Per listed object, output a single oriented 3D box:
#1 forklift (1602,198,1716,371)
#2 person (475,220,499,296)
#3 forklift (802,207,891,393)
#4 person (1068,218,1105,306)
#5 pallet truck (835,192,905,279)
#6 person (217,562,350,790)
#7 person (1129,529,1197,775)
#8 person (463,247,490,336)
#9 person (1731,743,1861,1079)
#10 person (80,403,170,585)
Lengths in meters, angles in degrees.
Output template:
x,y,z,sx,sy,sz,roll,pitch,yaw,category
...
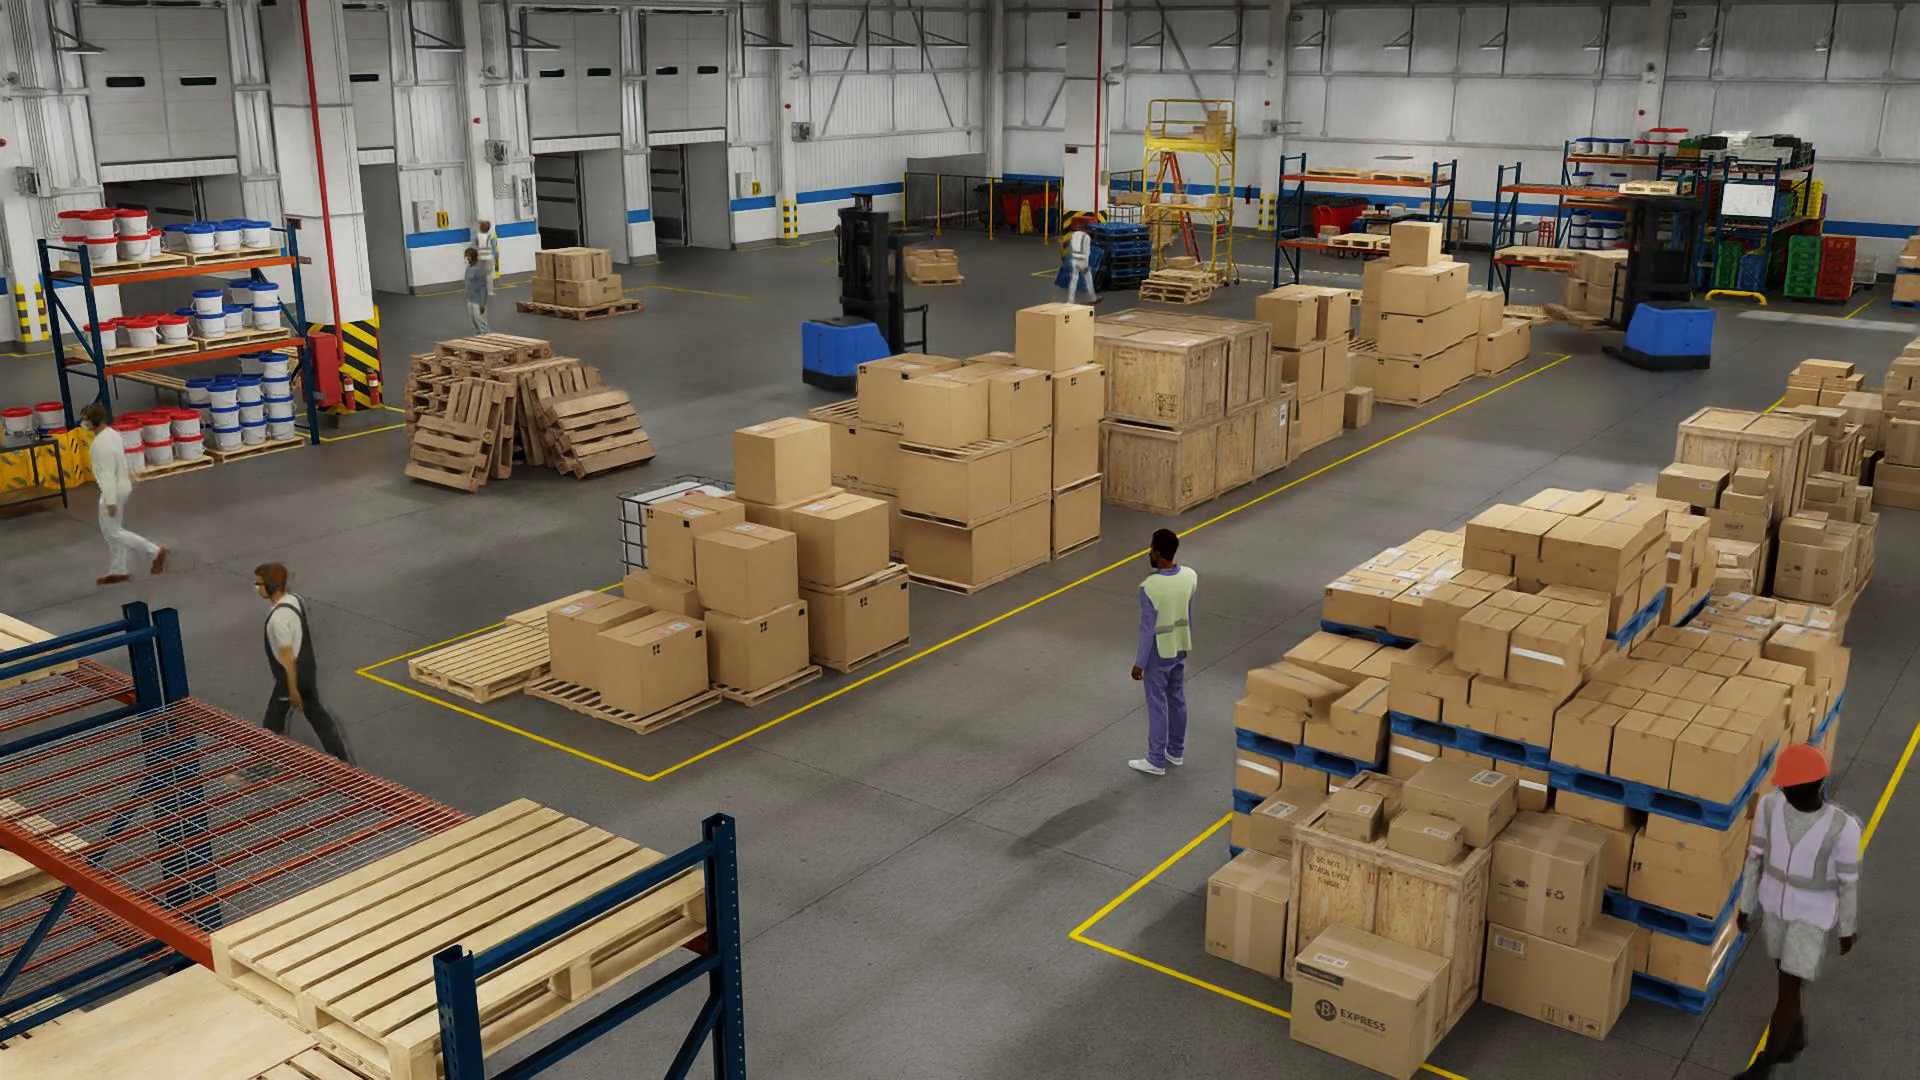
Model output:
x,y,z,sx,sy,sz,roll,pitch,yaw,category
12.028,-4.398,28.339,1.129,2.768,1.873,-1,17,-3,forklift
-10.276,-6.127,36.200,0.538,1.623,0.375,7,18,22,person
-1.538,-3.894,26.667,1.873,2.768,1.129,-14,22,-39,forklift
2.596,-5.761,34.613,0.930,1.841,0.587,-13,21,-37,person
-1.936,-7.159,38.982,1.885,1.965,0.823,-12,21,-34,pallet truck
-5.013,1.022,12.233,0.988,1.791,0.520,-2,17,-5,person
1.546,0.846,12.611,0.588,1.920,0.392,-16,23,-42,person
-8.465,-4.150,29.120,0.356,1.938,0.638,-12,21,-35,person
4.361,2.001,8.831,0.938,1.888,0.562,-12,20,-34,person
-8.575,-0.474,16.992,0.631,1.918,0.657,-7,18,-21,person
